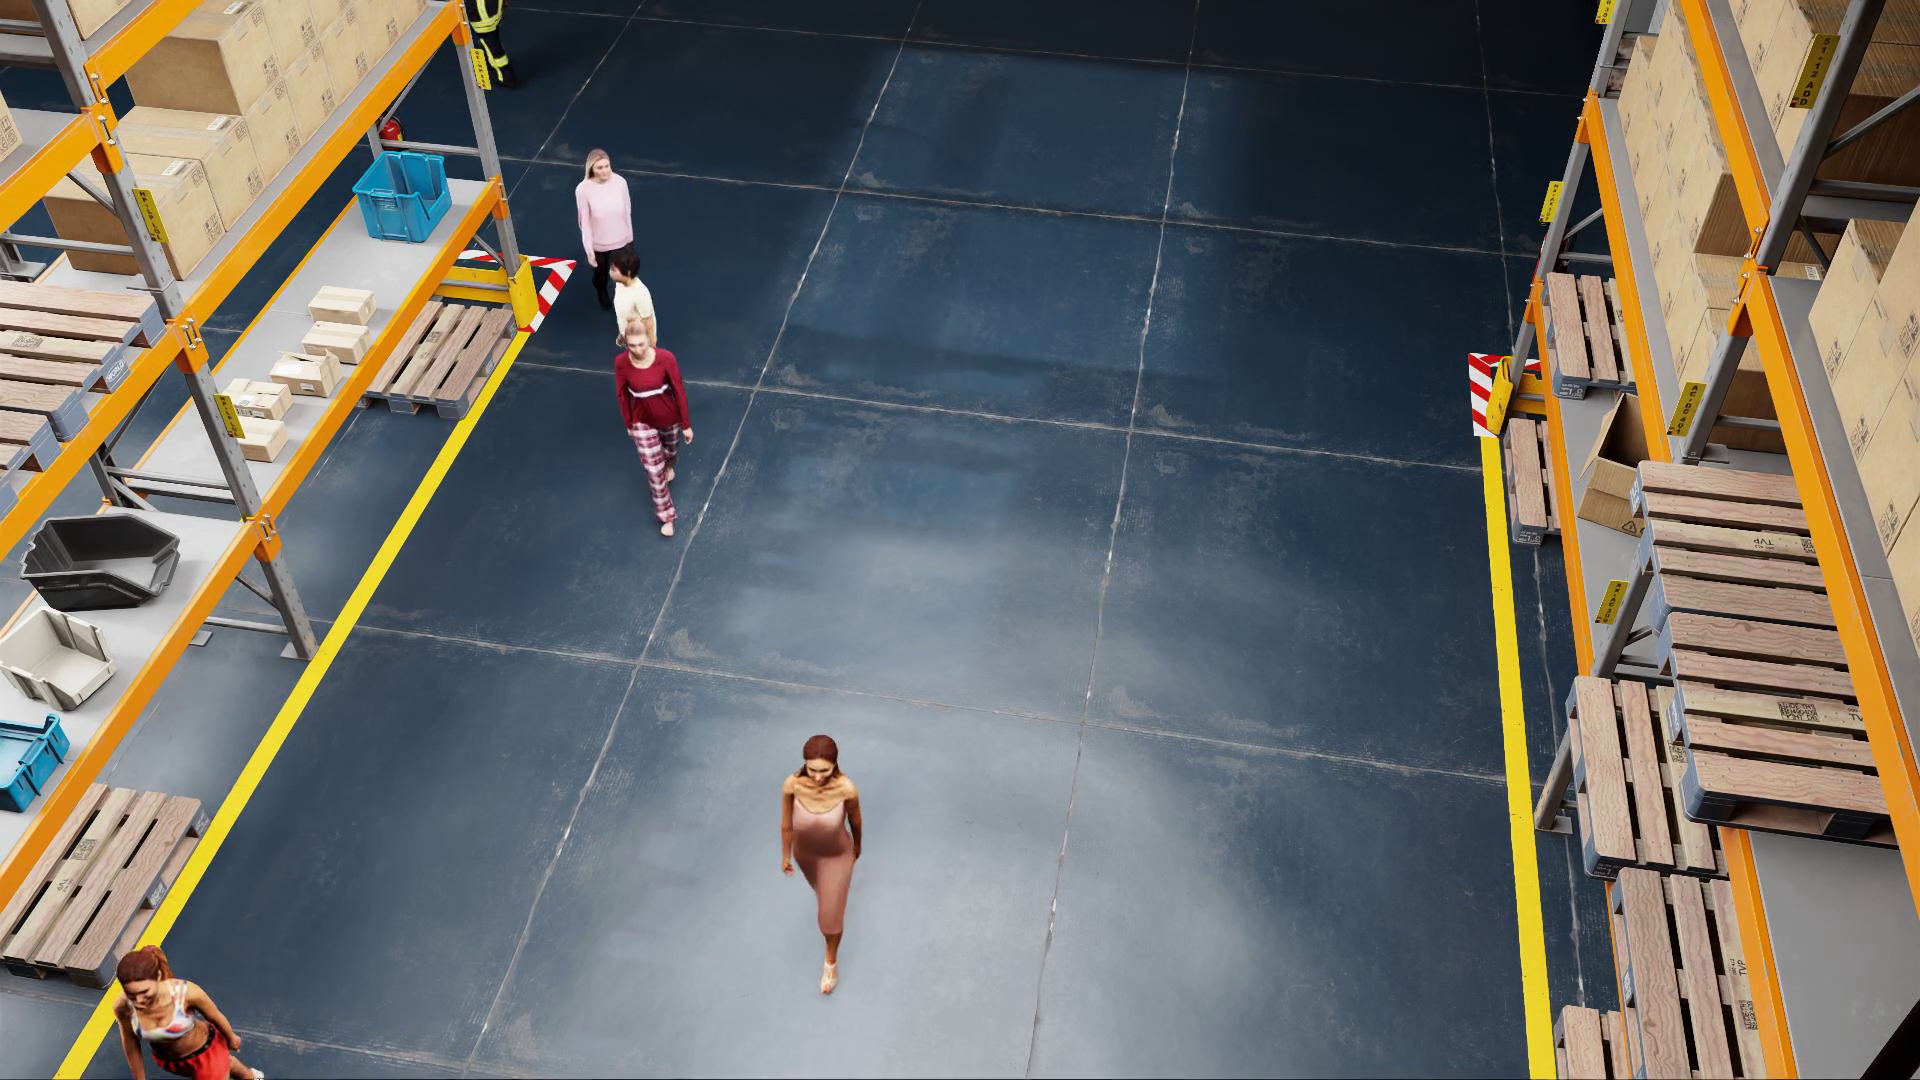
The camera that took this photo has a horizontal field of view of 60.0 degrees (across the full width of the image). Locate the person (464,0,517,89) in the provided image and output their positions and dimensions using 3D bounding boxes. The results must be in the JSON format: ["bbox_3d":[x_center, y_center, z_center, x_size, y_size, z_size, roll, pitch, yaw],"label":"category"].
[{"bbox_3d":[-4.643,-5.300,16.286,1.107,1.800,1.116,31,51,28],"label":"person"}]

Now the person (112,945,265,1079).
[{"bbox_3d":[-3.767,2.453,8.186,0.765,1.748,1.165,-3,44,-3],"label":"person"}]

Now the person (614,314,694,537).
[{"bbox_3d":[-2.145,-0.896,11.766,0.900,1.659,1.124,-10,45,-11],"label":"person"}]

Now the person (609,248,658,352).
[{"bbox_3d":[-2.366,-1.517,12.474,0.766,1.580,0.694,-25,49,-24],"label":"person"}]

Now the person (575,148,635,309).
[{"bbox_3d":[-2.854,-2.416,13.359,0.968,1.663,1.138,-16,46,-17],"label":"person"}]

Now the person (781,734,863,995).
[{"bbox_3d":[-0.736,1.614,9.025,0.563,1.805,1.092,7,44,7],"label":"person"}]
